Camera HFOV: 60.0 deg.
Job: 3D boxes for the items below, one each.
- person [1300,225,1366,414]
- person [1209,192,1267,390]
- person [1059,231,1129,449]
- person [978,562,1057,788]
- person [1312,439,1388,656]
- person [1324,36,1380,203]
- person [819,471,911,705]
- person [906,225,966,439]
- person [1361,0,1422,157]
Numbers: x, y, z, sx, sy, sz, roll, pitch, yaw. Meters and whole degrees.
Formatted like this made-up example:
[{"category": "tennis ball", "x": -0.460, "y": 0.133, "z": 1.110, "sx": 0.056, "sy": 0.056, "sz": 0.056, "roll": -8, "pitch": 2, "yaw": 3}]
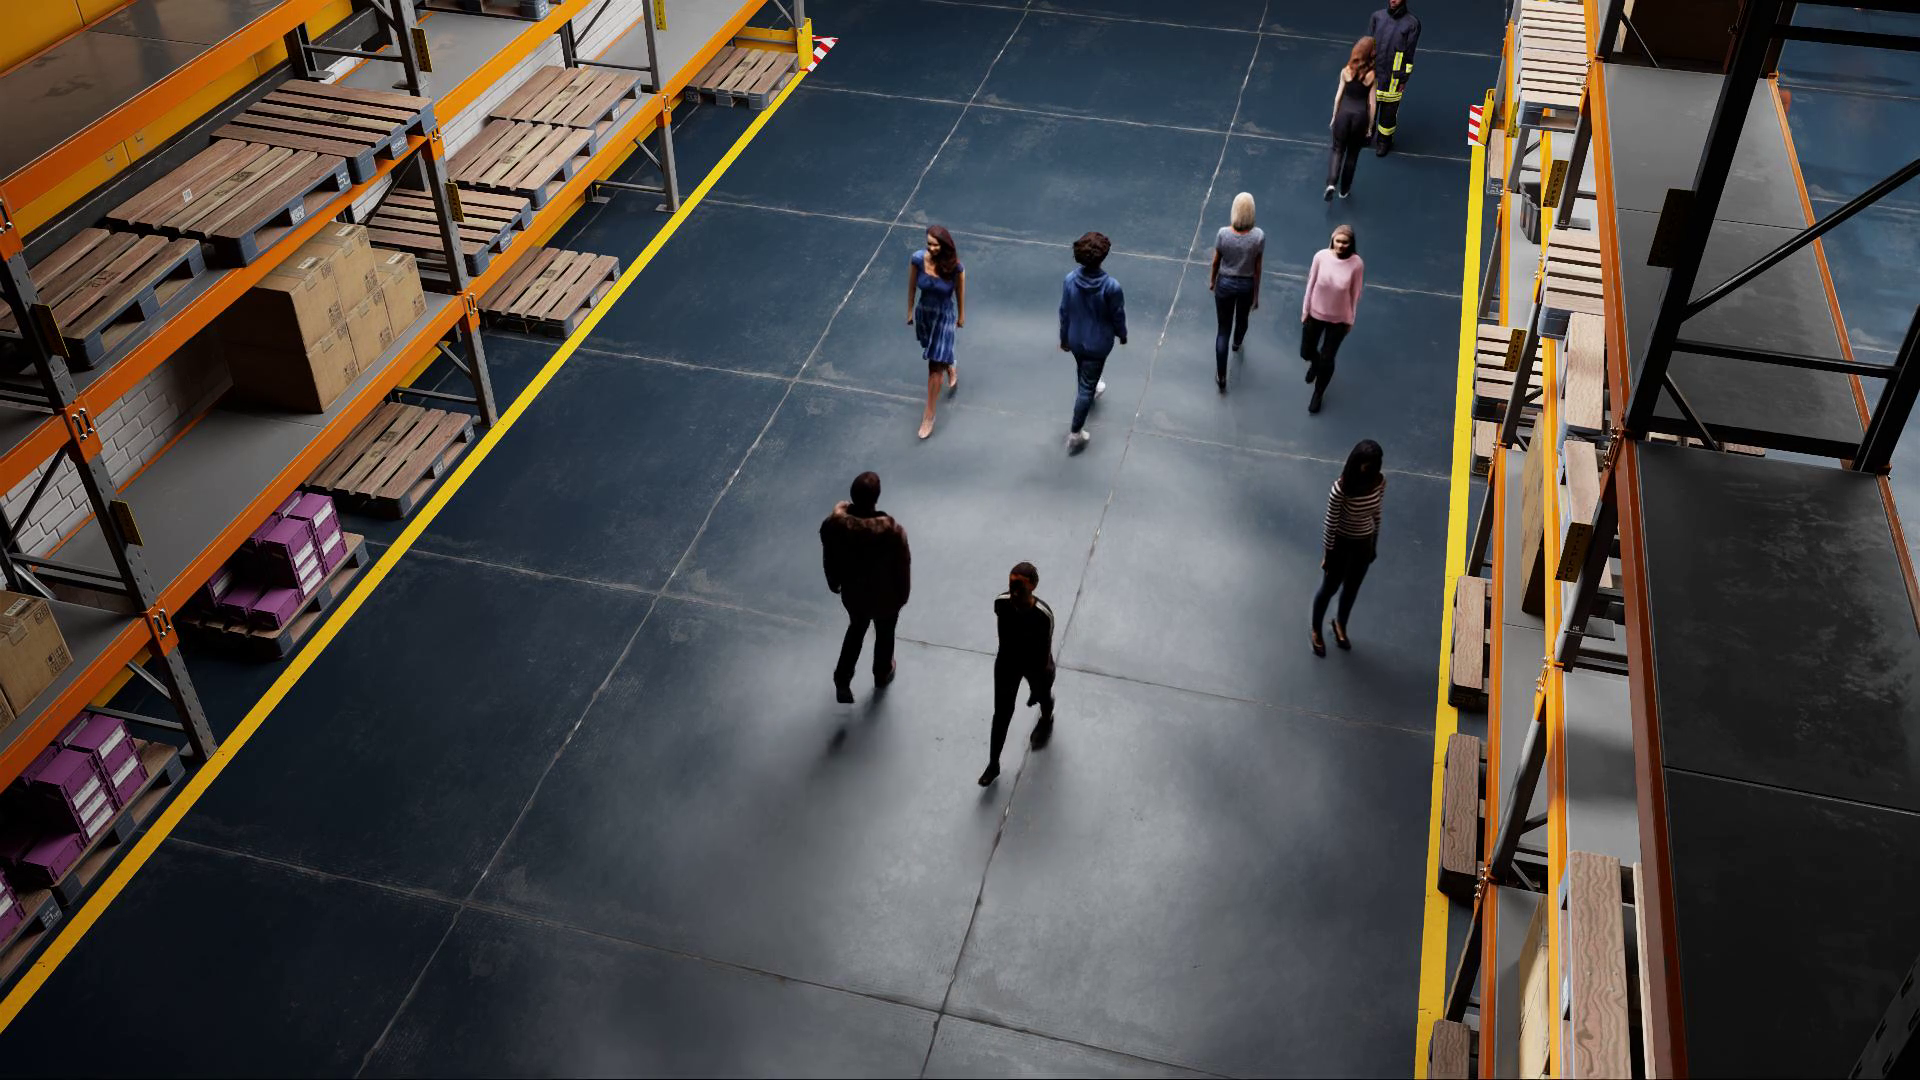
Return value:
[{"category": "person", "x": 3.094, "y": -1.905, "z": 13.899, "sx": 0.663, "sy": 1.681, "sz": 0.825, "roll": 15, "pitch": 41, "yaw": 18}, {"category": "person", "x": 2.336, "y": -2.074, "z": 14.118, "sx": 0.669, "sy": 1.673, "sz": 1.139, "roll": 5, "pitch": 39, "yaw": 6}, {"category": "person", "x": 1.020, "y": -1.576, "z": 13.421, "sx": 0.911, "sy": 1.764, "sz": 1.243, "roll": 21, "pitch": 43, "yaw": 24}, {"category": "person", "x": 0.459, "y": 0.756, "z": 10.610, "sx": 0.751, "sy": 1.628, "sz": 1.122, "roll": 18, "pitch": 42, "yaw": 21}, {"category": "person", "x": 2.657, "y": 0.051, "z": 11.359, "sx": 0.645, "sy": 1.793, "sz": 0.688, "roll": -16, "pitch": 41, "yaw": -19}, {"category": "person", "x": 3.916, "y": -4.178, "z": 16.705, "sx": 0.665, "sy": 1.731, "sz": 0.946, "roll": 15, "pitch": 41, "yaw": 18}, {"category": "person", "x": -0.620, "y": 0.367, "z": 10.934, "sx": 0.784, "sy": 1.832, "sz": 0.955, "roll": 13, "pitch": 40, "yaw": 15}, {"category": "person", "x": -0.176, "y": -1.799, "z": 13.699, "sx": 0.753, "sy": 1.765, "sz": 1.200, "roll": 16, "pitch": 41, "yaw": 19}, {"category": "person", "x": 4.531, "y": -5.017, "z": 17.682, "sx": 0.833, "sy": 1.823, "sz": 0.800, "roll": 23, "pitch": 44, "yaw": 26}]
